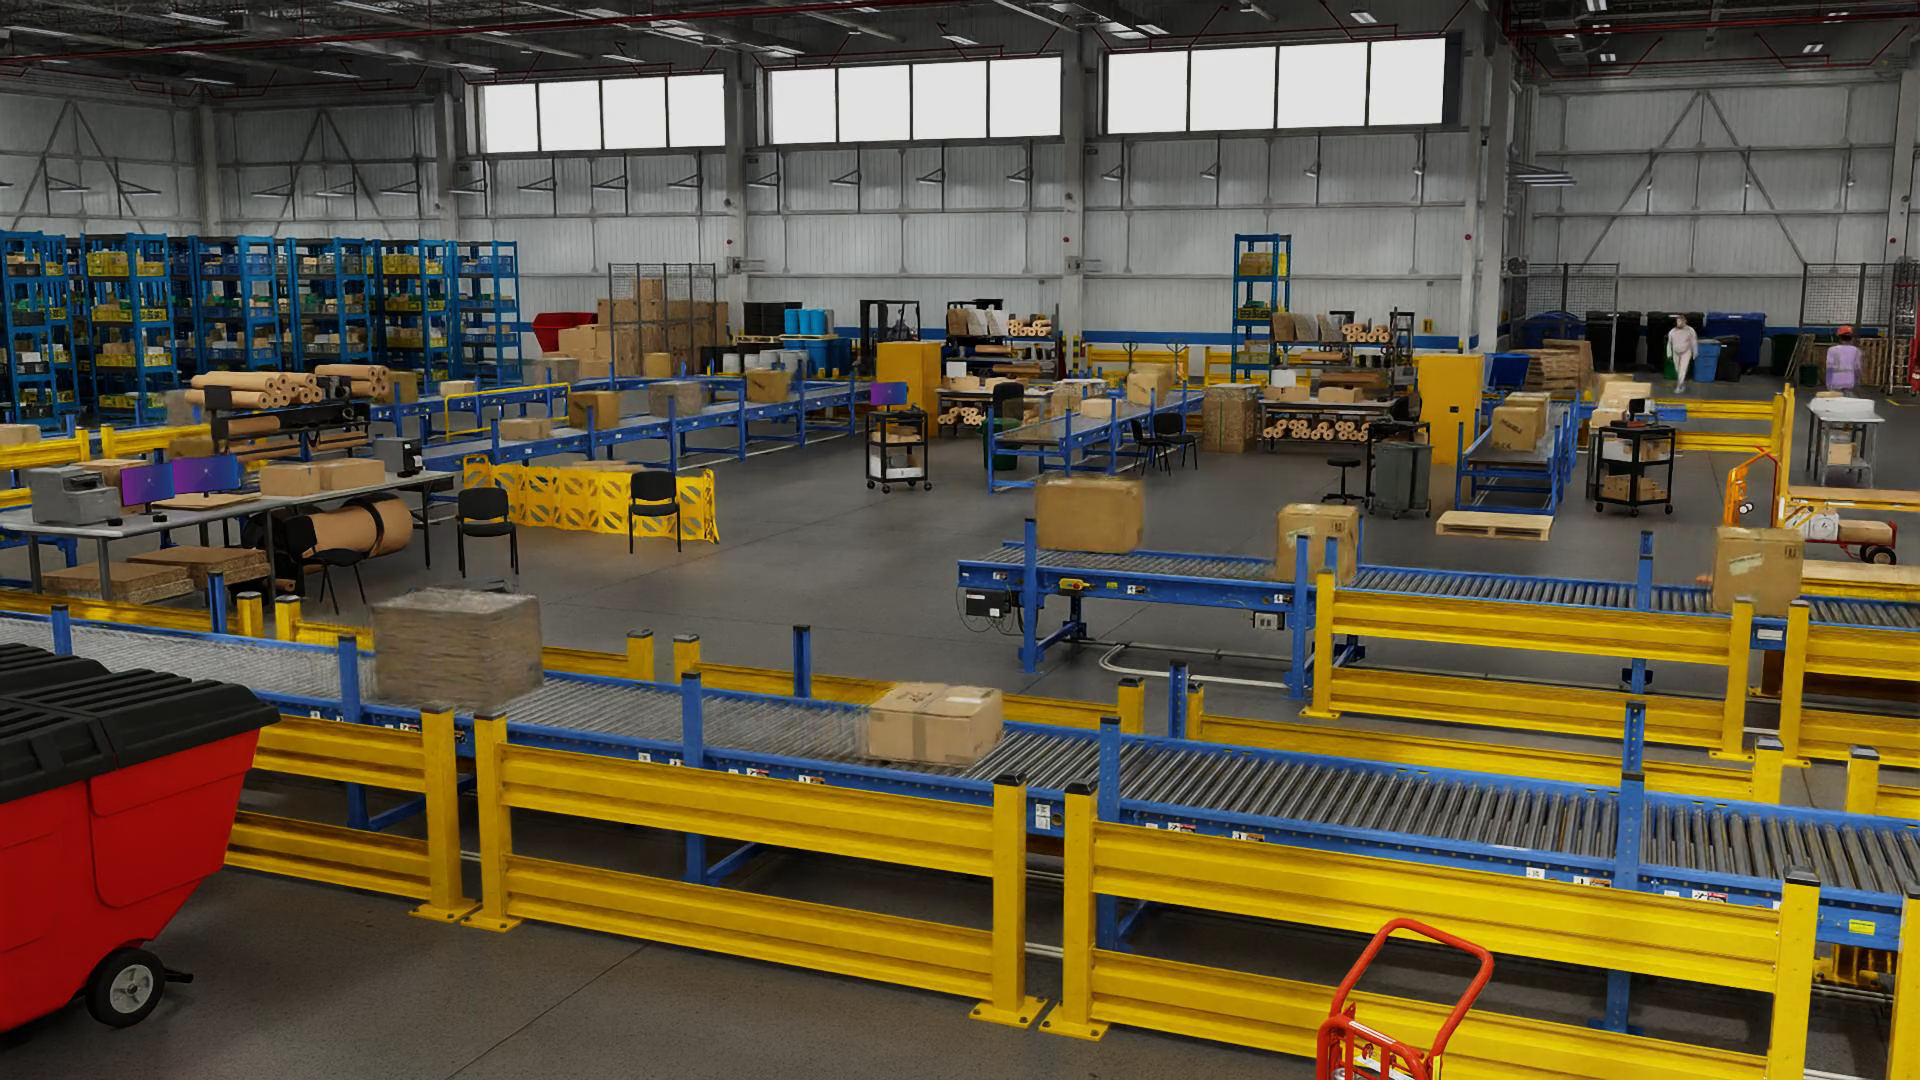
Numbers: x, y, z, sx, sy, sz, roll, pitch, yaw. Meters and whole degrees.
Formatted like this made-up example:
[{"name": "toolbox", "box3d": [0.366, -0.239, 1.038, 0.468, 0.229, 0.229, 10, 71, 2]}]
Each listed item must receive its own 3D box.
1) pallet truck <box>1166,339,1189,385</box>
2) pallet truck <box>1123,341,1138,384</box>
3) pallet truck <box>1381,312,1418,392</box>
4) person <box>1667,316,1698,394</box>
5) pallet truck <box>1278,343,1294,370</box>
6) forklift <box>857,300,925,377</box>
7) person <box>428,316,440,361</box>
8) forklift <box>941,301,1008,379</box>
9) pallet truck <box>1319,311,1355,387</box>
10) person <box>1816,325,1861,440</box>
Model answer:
[{"name": "pallet truck", "box3d": [5.418, -4.269, 40.420, 0.704, 1.261, 1.522, 3, 10, 20]}, {"name": "pallet truck", "box3d": [4.445, -4.380, 41.279, 0.680, 1.201, 1.601, 4, 10, 22]}, {"name": "pallet truck", "box3d": [10.207, -4.283, 38.369, 0.823, 1.965, 1.885, 3, 10, 20]}, {"name": "person", "box3d": [17.252, -4.423, 39.672, 0.967, 1.857, 0.693, -9, 13, -42]}, {"name": "pallet truck", "box3d": [7.886, -4.163, 39.743, 0.653, 1.274, 1.630, 4, 10, 22]}, {"name": "forklift", "box3d": [-1.732, -5.109, 42.468, 1.157, 1.987, 2.680, 4, 10, 22]}, {"name": "person", "box3d": [-15.207, -5.813, 48.096, 0.374, 1.843, 0.575, 1, 9, 9]}, {"name": "forklift", "box3d": [0.365, -4.966, 41.571, 1.157, 1.987, 2.680, 3, 10, 20]}, {"name": "pallet truck", "box3d": [9.071, -4.419, 39.190, 0.823, 1.965, 1.885, 5, 10, 26]}, {"name": "person", "box3d": [15.122, -2.677, 28.607, 0.617, 2.000, 0.815, 0, 9, 0]}]
